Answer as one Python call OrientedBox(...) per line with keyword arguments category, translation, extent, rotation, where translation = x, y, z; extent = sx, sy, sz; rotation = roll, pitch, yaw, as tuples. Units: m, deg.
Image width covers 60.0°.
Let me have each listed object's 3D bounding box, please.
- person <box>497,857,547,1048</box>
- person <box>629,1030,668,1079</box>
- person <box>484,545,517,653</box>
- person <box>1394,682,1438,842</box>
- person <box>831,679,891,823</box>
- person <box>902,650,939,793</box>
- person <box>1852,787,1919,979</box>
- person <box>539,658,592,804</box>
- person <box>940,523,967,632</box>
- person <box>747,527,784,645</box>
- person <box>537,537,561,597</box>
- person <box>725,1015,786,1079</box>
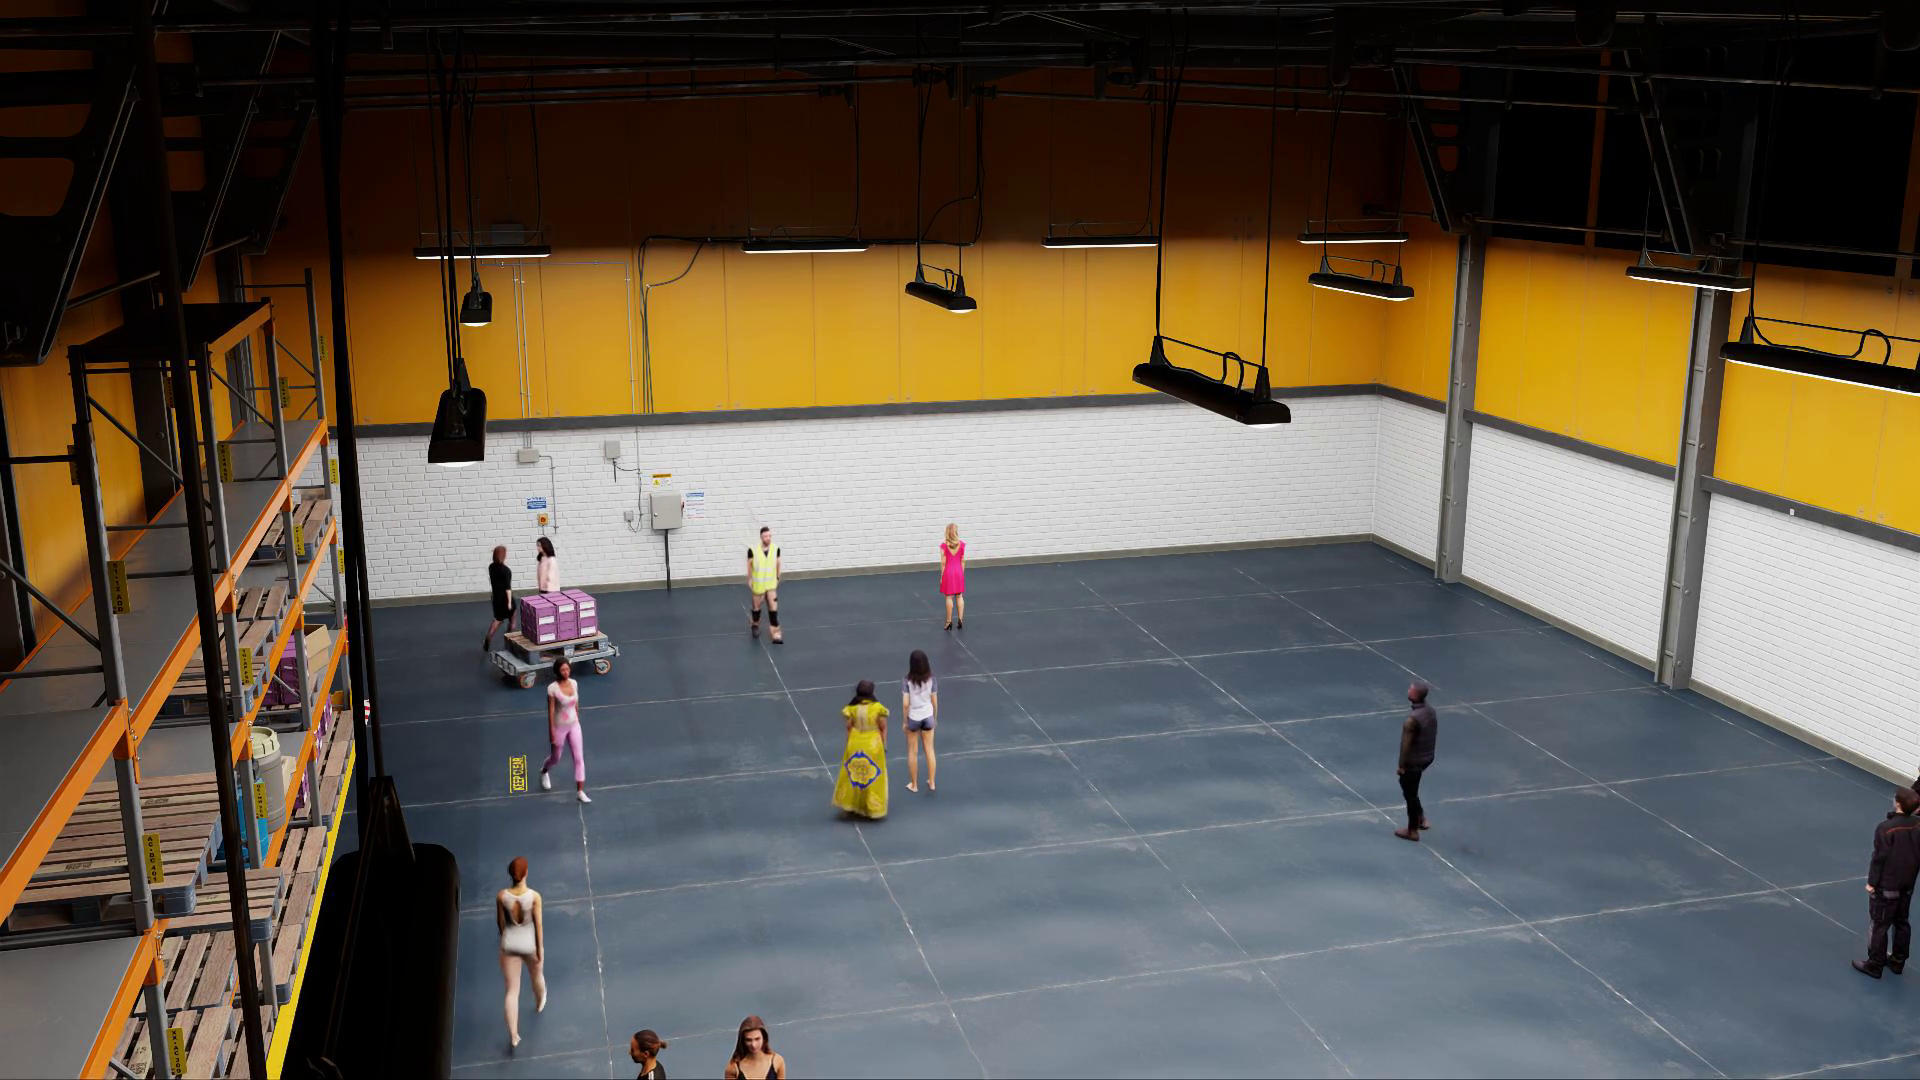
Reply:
OrientedBox(category="person", translation=(-3.786, 3.545, 14.246), extent=(0.628, 1.598, 1.086), rotation=(-2, 14, -7))
OrientedBox(category="person", translation=(-2.108, 4.163, 11.548), extent=(0.639, 1.667, 0.453), rotation=(-3, 14, -13))
OrientedBox(category="person", translation=(-6.907, 0.936, 24.841), extent=(0.934, 1.683, 1.001), rotation=(8, 16, 30))
OrientedBox(category="person", translation=(5.083, 2.450, 18.277), extent=(0.879, 1.829, 0.848), rotation=(11, 18, 39))
OrientedBox(category="person", translation=(-1.076, 2.401, 18.888), extent=(0.963, 1.637, 0.922), rotation=(1, 14, 6))
OrientedBox(category="person", translation=(-0.481, 2.140, 19.763), extent=(0.593, 1.732, 0.494), rotation=(-4, 14, -18))
OrientedBox(category="person", translation=(8.632, 3.151, 15.365), extent=(0.712, 1.838, 0.552), rotation=(-4, 14, -16))
OrientedBox(category="person", translation=(-4.681, 2.212, 19.504), extent=(1.193, 1.714, 0.973), rotation=(13, 19, 43))
OrientedBox(category="person", translation=(-0.109, 0.567, 26.268), extent=(0.578, 1.728, 0.550), rotation=(-5, 14, -19))
OrientedBox(category="person", translation=(-3.053, 0.682, 25.634), extent=(0.731, 1.802, 1.157), rotation=(-5, 14, -18))
OrientedBox(category="person", translation=(-6.124, 0.823, 25.205), extent=(1.036, 1.731, 1.192), rotation=(-12, 18, -40))
OrientedBox(category="person", translation=(-1.426, 4.110, 11.650), extent=(0.589, 1.721, 0.492), rotation=(-4, 14, -16))
